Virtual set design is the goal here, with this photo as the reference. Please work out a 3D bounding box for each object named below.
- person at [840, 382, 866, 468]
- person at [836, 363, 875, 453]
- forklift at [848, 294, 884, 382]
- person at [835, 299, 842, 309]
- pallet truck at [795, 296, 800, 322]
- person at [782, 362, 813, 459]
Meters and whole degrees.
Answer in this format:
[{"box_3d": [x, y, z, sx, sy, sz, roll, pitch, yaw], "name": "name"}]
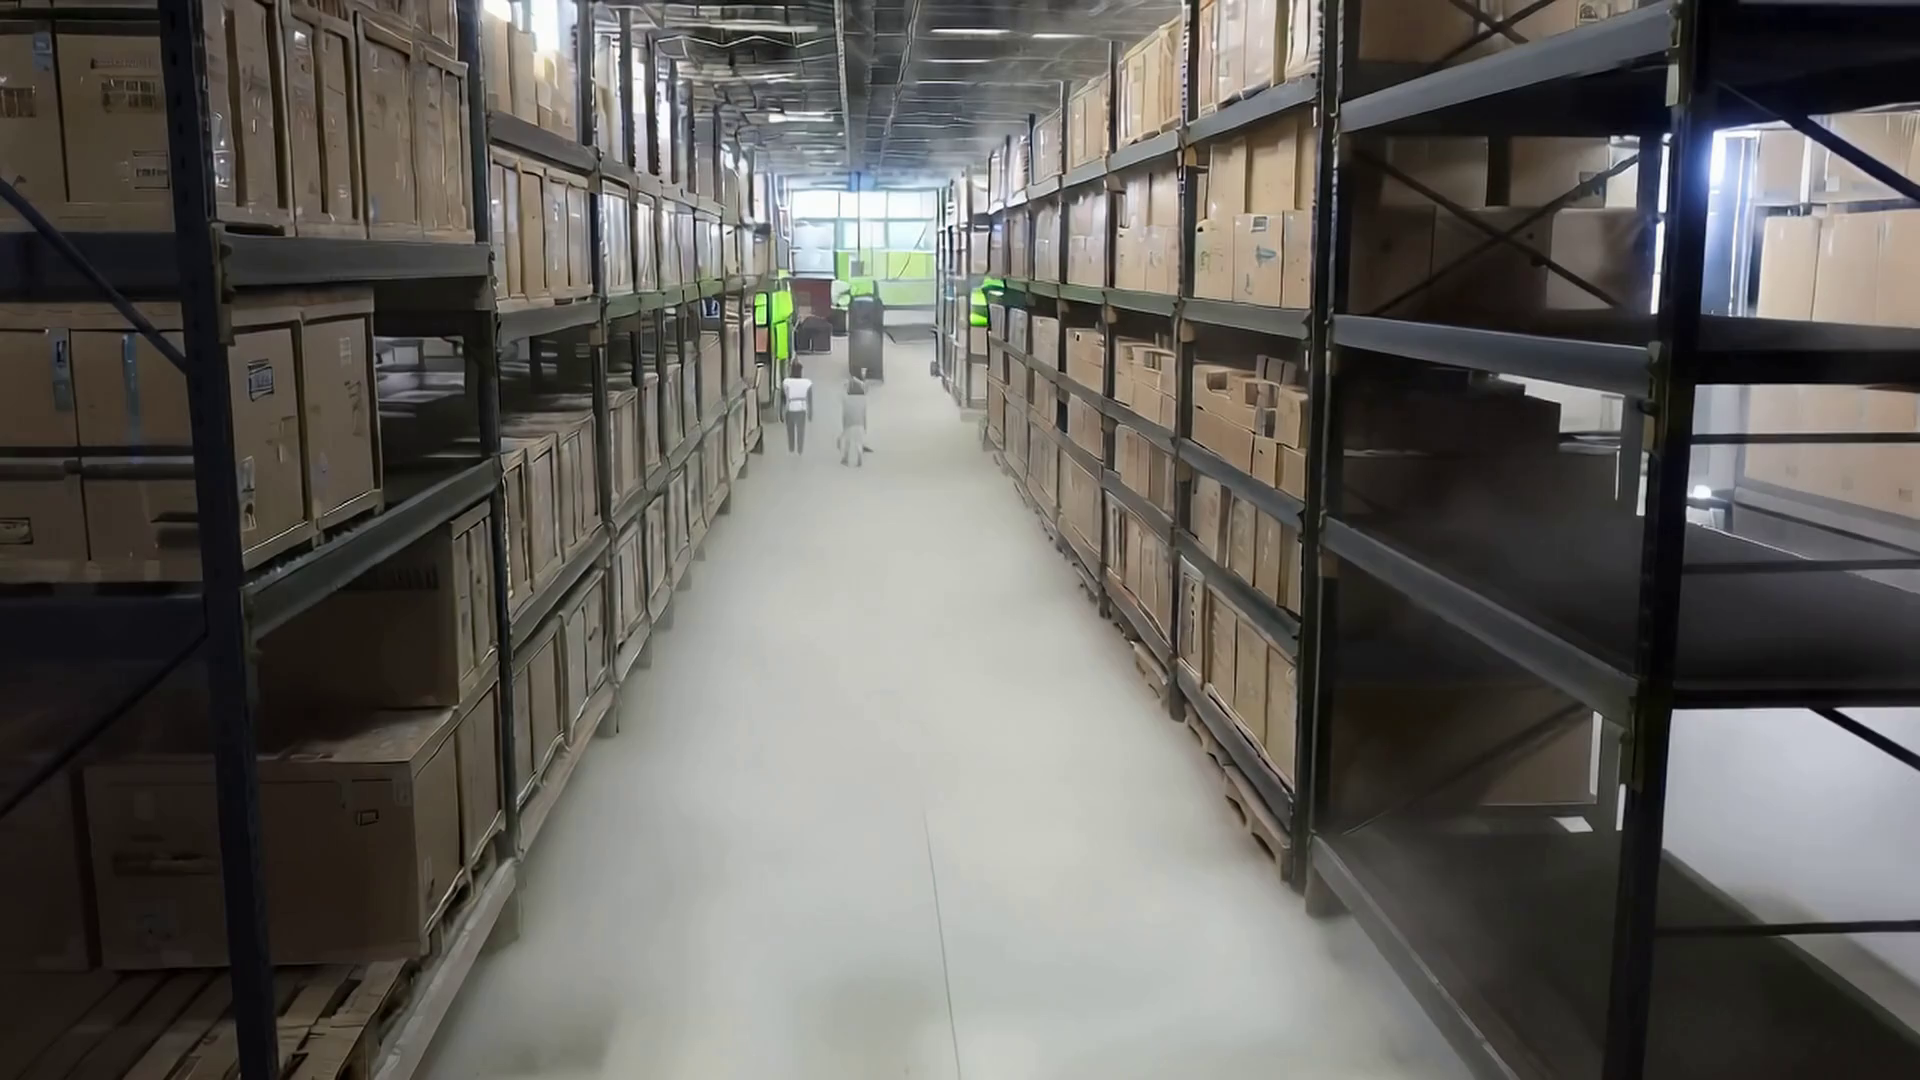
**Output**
[{"box_3d": [-1.999, -2.162, 31.219, 0.520, 1.581, 0.857, -5, 11, -25], "name": "person"}, {"box_3d": [-2.115, -2.678, 33.621, 0.781, 1.826, 0.575, 6, 11, 31], "name": "person"}, {"box_3d": [-3.032, -6.511, 53.362, 1.129, 2.768, 1.873, -1, 10, -3], "name": "forklift"}, {"box_3d": [-6.580, -12.035, 89.403, 0.777, 1.861, 0.594, -8, 12, -40], "name": "person"}, {"box_3d": [-8.622, -12.439, 91.403, 1.885, 1.965, 0.823, 2, 10, 13], "name": "pallet truck"}, {"box_3d": [-3.182, -2.537, 32.539, 0.615, 1.899, 0.464, -2, 10, -10], "name": "person"}]
